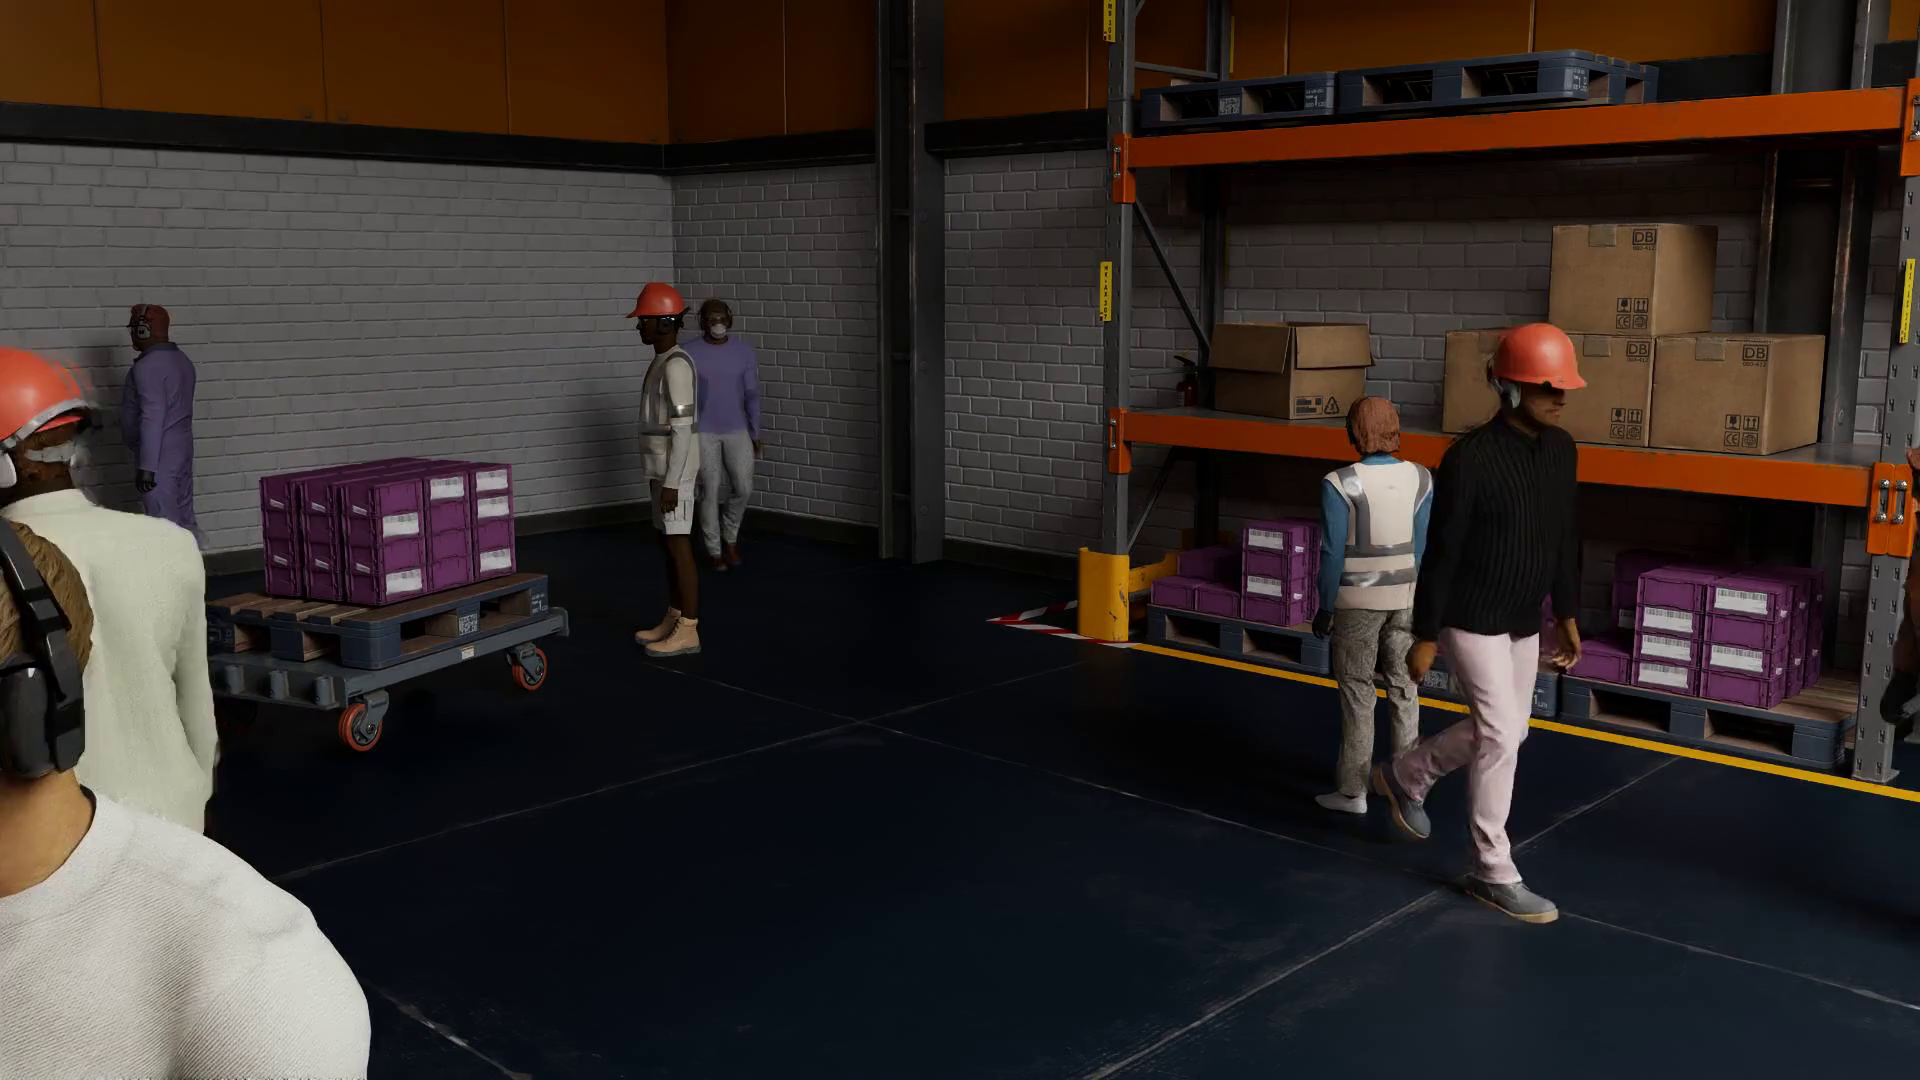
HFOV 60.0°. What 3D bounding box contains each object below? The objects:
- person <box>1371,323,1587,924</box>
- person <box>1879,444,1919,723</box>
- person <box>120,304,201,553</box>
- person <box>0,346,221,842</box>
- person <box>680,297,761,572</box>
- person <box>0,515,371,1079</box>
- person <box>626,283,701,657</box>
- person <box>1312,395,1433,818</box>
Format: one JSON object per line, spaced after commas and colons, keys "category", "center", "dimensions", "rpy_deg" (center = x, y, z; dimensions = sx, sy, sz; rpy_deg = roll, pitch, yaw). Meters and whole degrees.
{"category": "person", "center": [1.708, 0.245, 5.589], "dimensions": [0.632, 1.956, 0.815], "rpy_deg": [-7, 12, -36]}
{"category": "person", "center": [3.095, 0.489, 5.114], "dimensions": [0.432, 1.605, 0.548], "rpy_deg": [1, 9, 4]}
{"category": "person", "center": [-4.955, -0.500, 10.291], "dimensions": [0.407, 1.906, 0.655], "rpy_deg": [-1, 9, -6]}
{"category": "person", "center": [-1.765, 0.599, 3.358], "dimensions": [0.467, 1.968, 0.646], "rpy_deg": [8, 12, 39]}
{"category": "person", "center": [-1.690, -0.727, 11.627], "dimensions": [0.652, 1.921, 0.430], "rpy_deg": [-4, 10, -24]}
{"category": "person", "center": [-0.813, 0.919, 1.487], "dimensions": [0.627, 1.940, 0.370], "rpy_deg": [3, 10, 15]}
{"category": "person", "center": [-1.622, -0.383, 9.155], "dimensions": [0.370, 2.044, 0.608], "rpy_deg": [-3, 10, -19]}
{"category": "person", "center": [1.597, 0.261, 6.450], "dimensions": [0.515, 1.636, 0.315], "rpy_deg": [-4, 10, -23]}
